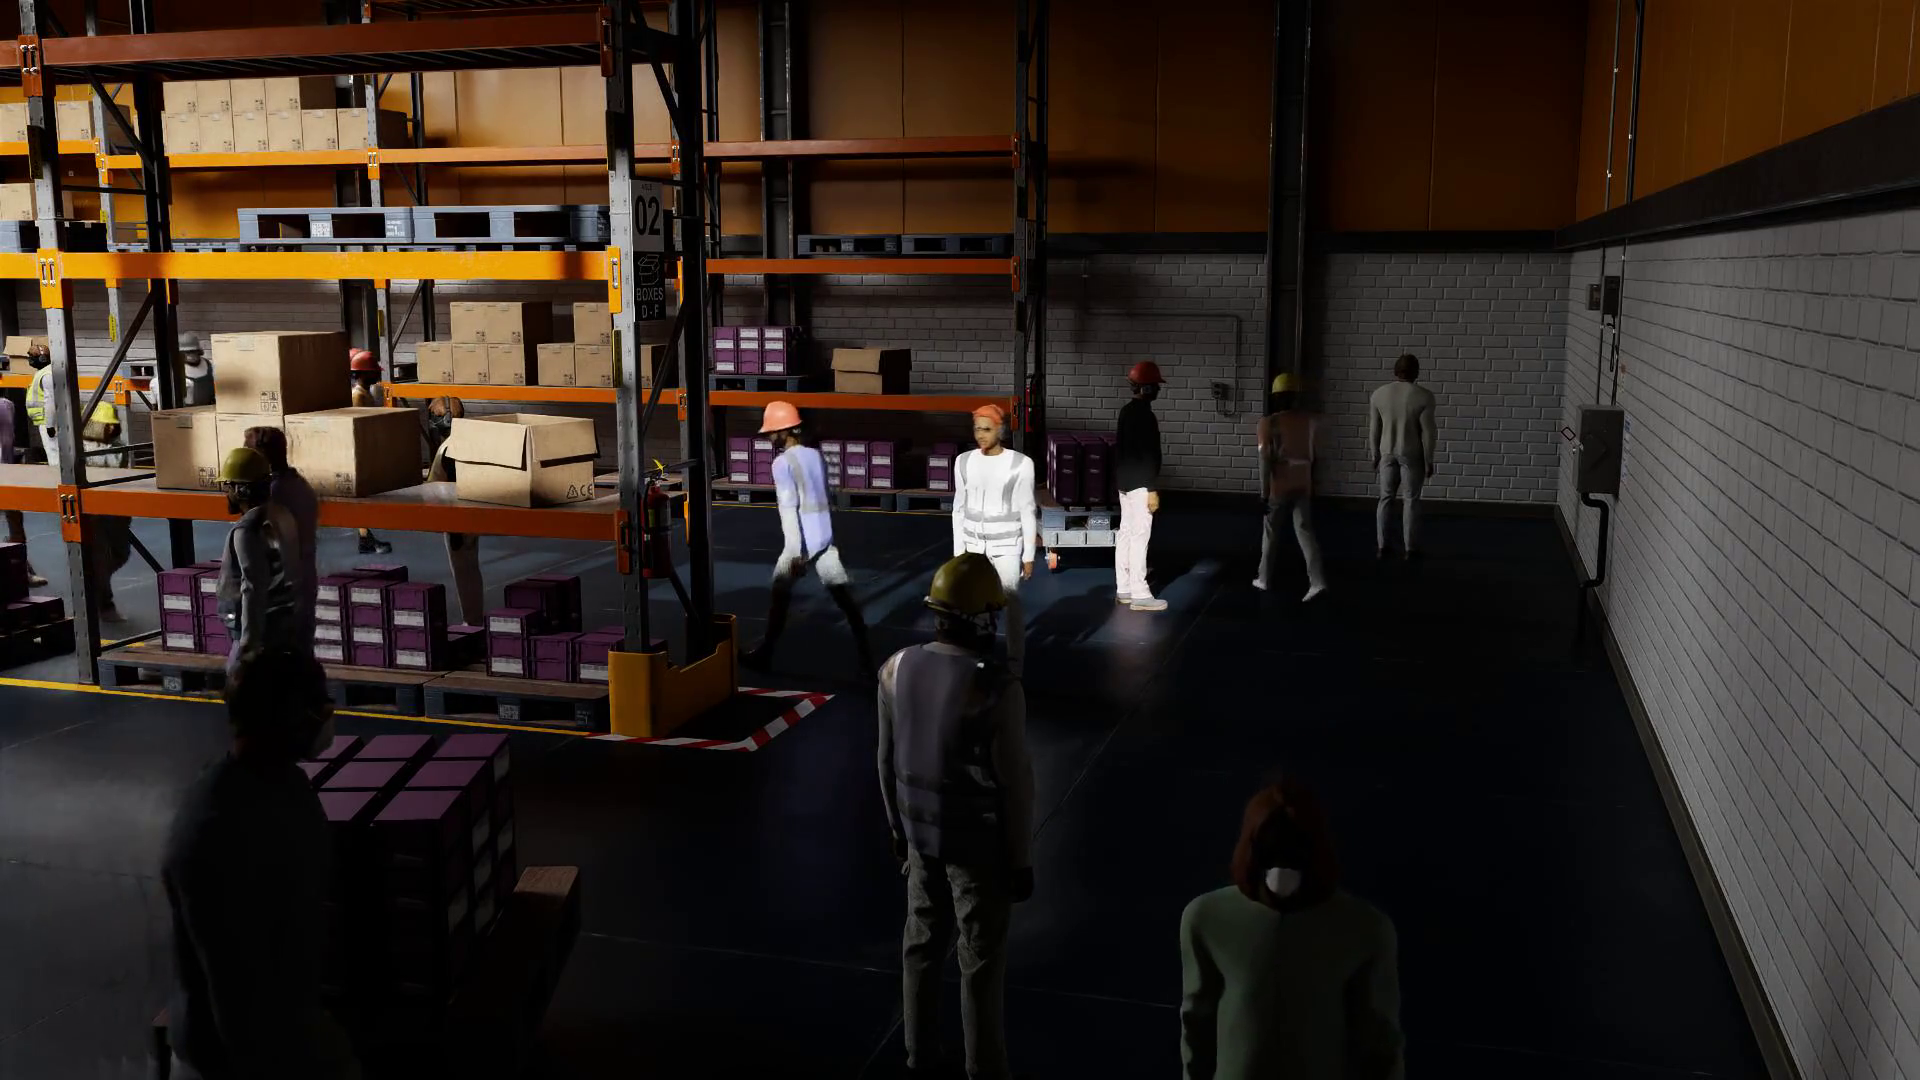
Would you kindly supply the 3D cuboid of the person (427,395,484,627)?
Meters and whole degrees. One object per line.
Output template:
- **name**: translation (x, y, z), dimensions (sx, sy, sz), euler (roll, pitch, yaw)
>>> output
- **person**: translation (-3.614, -0.122, 11.957), dimensions (0.430, 1.836, 0.629), euler (-3, 10, -15)

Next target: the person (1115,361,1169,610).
- **person**: translation (1.453, -0.441, 13.388), dimensions (0.389, 1.996, 0.612), euler (-3, 10, -15)

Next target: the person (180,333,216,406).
- **person**: translation (-9.116, -1.511, 19.775), dimensions (0.726, 2.000, 1.034), euler (-7, 12, -38)

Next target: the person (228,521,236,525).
- **person**: translation (-7.666, -1.078, 17.773), dimensions (0.365, 1.839, 0.534), euler (4, 10, 25)

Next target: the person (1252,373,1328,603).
- **person**: translation (2.746, -0.431, 13.752), dimensions (0.616, 1.871, 1.026), euler (-3, 10, -17)

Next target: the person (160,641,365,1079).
- **person**: translation (-1.686, 1.179, 3.900), dimensions (1.006, 1.887, 0.659), euler (0, 9, 2)

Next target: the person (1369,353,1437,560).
- **person**: translation (4.154, -0.779, 15.620), dimensions (0.635, 1.937, 0.353), euler (7, 11, 35)

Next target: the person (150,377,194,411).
- **person**: translation (-8.576, -1.161, 18.201), dimensions (0.514, 1.864, 0.321), euler (1, 9, 5)

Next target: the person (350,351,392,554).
- **person**: translation (-5.680, -0.837, 15.976), dimensions (0.362, 1.939, 0.542), euler (-3, 10, -17)

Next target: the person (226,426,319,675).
- **person**: translation (-3.813, 0.321, 9.079), dimensions (0.602, 1.890, 0.656), euler (0, 9, 2)

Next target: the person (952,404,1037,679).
- **person**: translation (0.217, 0.065, 10.679), dimensions (0.598, 1.878, 0.353), euler (5, 11, 28)

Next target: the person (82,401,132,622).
- **person**: translation (-6.723, -0.233, 12.964), dimensions (0.580, 1.720, 0.511), euler (5, 11, 28)

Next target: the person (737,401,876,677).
- **person**: translation (-1.005, 0.009, 11.109), dimensions (1.070, 1.862, 0.609), euler (6, 11, 32)

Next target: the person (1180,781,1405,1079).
- **person**: translation (0.766, 1.321, 3.887), dimensions (0.514, 1.598, 0.834), euler (2, 9, 11)

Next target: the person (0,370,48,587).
- **person**: translation (-8.401, -0.586, 14.305), dimensions (1.041, 1.998, 0.624), euler (4, 10, 22)

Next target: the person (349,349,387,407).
- **person**: translation (-6.201, -1.072, 17.611), dimensions (0.558, 1.888, 0.770), euler (-7, 11, -36)

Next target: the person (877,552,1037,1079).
- **person**: translation (0.012, 0.947, 5.422), dimensions (0.599, 1.830, 0.404), euler (8, 12, 39)

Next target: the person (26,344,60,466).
- **person**: translation (-10.834, -1.402, 19.754), dimensions (0.429, 1.837, 0.624), euler (-6, 11, -31)

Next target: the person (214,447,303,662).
- **person**: translation (-3.589, 0.436, 8.541), dimensions (0.403, 1.830, 0.599), euler (-1, 9, -5)
